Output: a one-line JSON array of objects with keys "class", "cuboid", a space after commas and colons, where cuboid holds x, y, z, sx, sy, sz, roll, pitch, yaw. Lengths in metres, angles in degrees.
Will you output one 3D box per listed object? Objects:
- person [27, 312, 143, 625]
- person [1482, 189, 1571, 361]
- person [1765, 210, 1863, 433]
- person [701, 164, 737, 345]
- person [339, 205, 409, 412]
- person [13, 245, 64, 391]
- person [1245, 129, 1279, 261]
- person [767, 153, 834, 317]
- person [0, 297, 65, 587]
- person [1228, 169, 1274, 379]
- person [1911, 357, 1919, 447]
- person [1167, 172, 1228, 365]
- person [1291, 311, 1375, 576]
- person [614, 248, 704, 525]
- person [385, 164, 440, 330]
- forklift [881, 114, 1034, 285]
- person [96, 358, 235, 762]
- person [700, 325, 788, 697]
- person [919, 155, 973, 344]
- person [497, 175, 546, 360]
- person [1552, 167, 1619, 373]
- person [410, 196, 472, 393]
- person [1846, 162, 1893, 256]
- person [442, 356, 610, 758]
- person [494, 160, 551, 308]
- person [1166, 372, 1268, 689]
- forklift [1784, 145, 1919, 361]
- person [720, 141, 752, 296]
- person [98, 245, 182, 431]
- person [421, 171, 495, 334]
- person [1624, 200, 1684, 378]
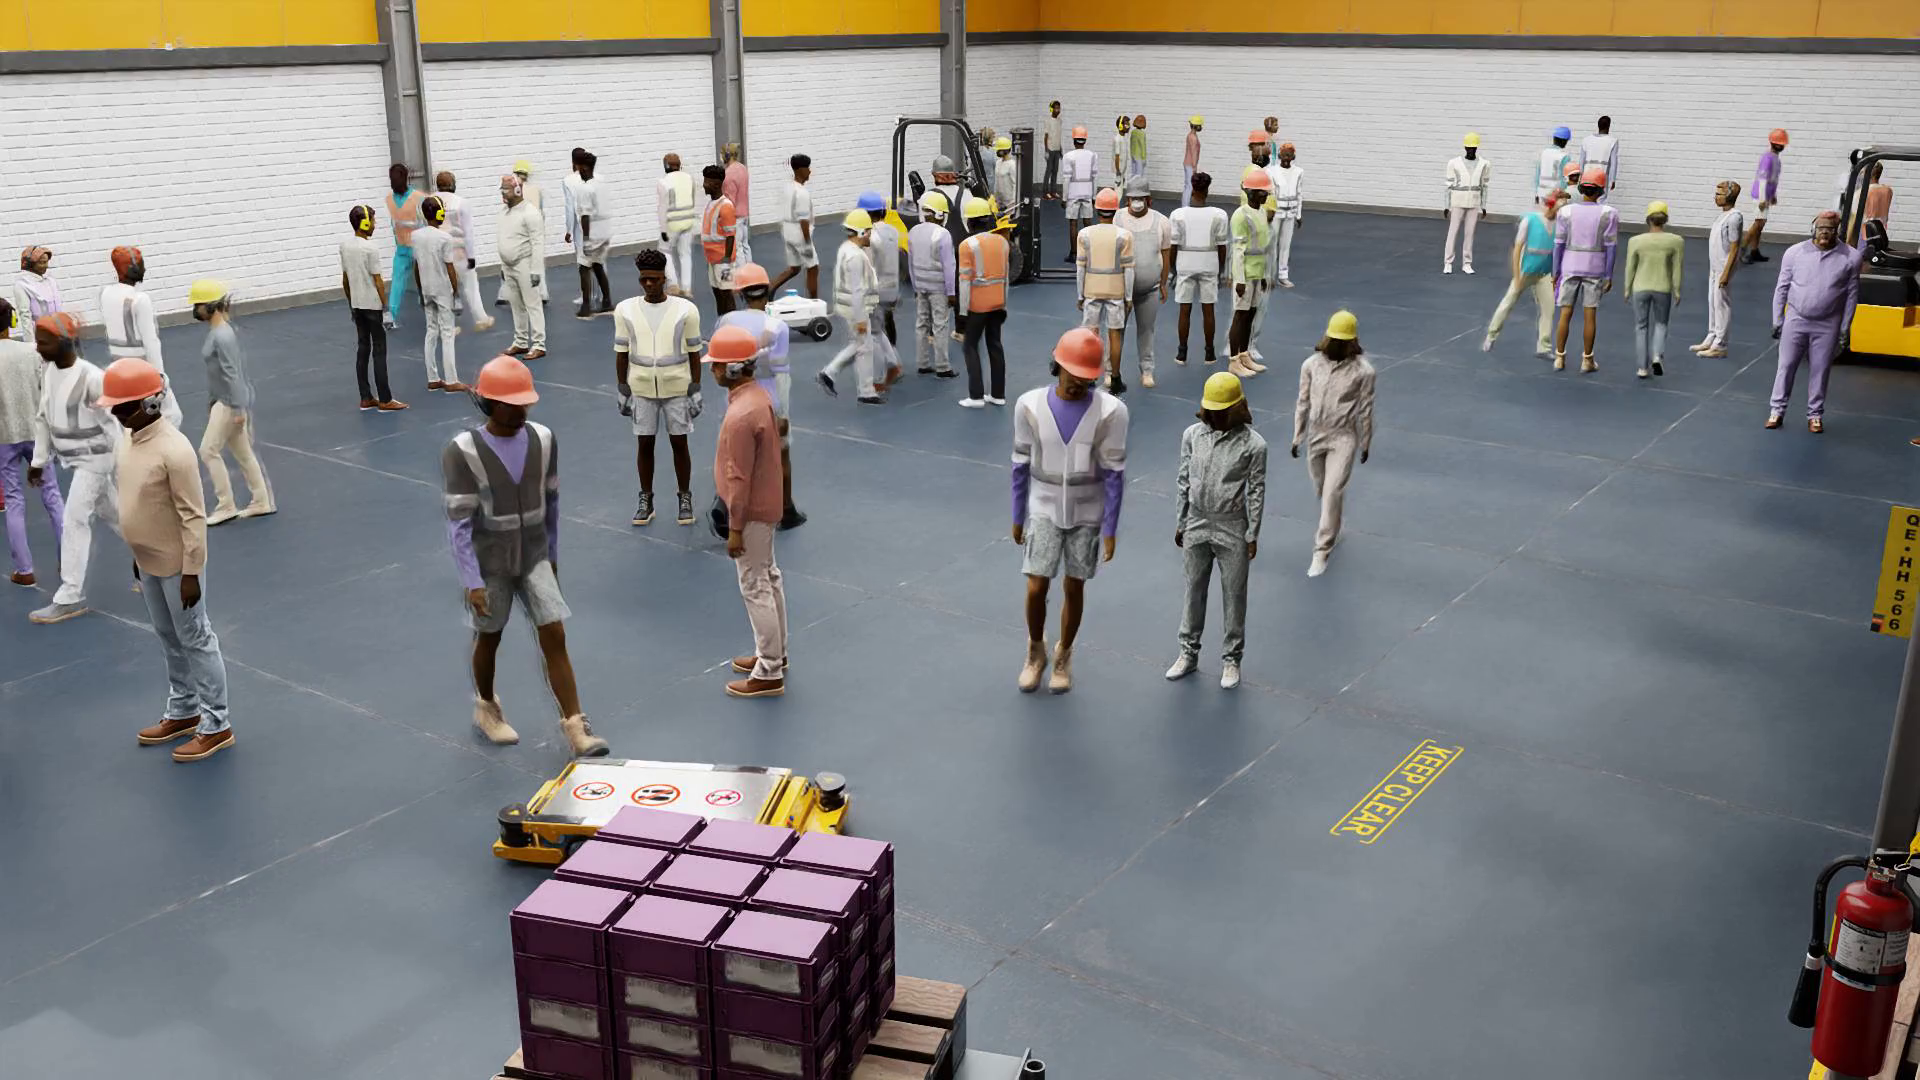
[{"class": "person", "cuboid": [-5.294, -0.479, 10.096, 0.560, 1.839, 0.963, 14, 22, 37]}, {"class": "person", "cuboid": [5.977, -2.813, 17.496, 0.604, 1.784, 0.874, -5, 18, -16]}, {"class": "person", "cuboid": [7.353, -1.880, 14.354, 0.651, 1.907, 0.409, 8, 20, 25]}, {"class": "person", "cuboid": [-2.593, -3.043, 17.894, 0.368, 1.966, 0.603, -9, 20, -26]}, {"class": "person", "cuboid": [-5.353, -2.094, 15.093, 0.521, 1.865, 0.327, 10, 20, 29]}, {"class": "person", "cuboid": [-7.807, -1.696, 14.210, 0.310, 1.640, 0.514, 2, 18, 5]}, {"class": "person", "cuboid": [4.312, -4.863, 23.676, 0.620, 1.920, 0.550, 1, 18, 5]}, {"class": "person", "cuboid": [-1.935, -3.571, 19.593, 0.833, 1.943, 0.619, -10, 20, -27]}, {"class": "person", "cuboid": [-5.935, -0.620, 10.497, 0.516, 1.860, 0.321, -14, 23, -37]}, {"class": "person", "cuboid": [2.897, -2.642, 16.517, 0.373, 2.044, 0.606, 11, 21, 30]}, {"class": "person", "cuboid": [8.231, -1.556, 13.777, 0.500, 1.636, 0.285, 3, 18, 9]}, {"class": "person", "cuboid": [2.429, -2.772, 17.047, 0.607, 1.966, 0.374, 3, 18, 8]}, {"class": "person", "cuboid": [2.479, -0.685, 10.972, 0.481, 1.702, 0.885, 10, 20, 28]}, {"class": "person", "cuboid": [-2.118, -1.070, 11.723, 0.613, 1.964, 0.361, -1, 18, -2]}, {"class": "person", "cuboid": [-6.324, -3.332, 18.981, 0.598, 1.857, 1.029, 7, 19, 22]}, {"class": "forklift", "cuboid": [-0.171, -4.594, 22.377, 2.313, 2.155, 1.214, 1, 18, 3]}, {"class": "person", "cuboid": [-3.851, 0.093, 8.047, 0.610, 1.990, 0.389, 14, 23, 38]}, {"class": "person", "cuboid": [-1.139, -0.155, 8.841, 0.408, 1.985, 0.610, 0, 18, 0]}, {"class": "person", "cuboid": [-0.192, -3.163, 18.149, 0.688, 2.000, 0.536, -11, 21, -31]}, {"class": "person", "cuboid": [-4.604, -2.841, 17.360, 0.643, 1.910, 0.400, 15, 23, 39]}, {"class": "person", "cuboid": [6.257, -2.702, 16.705, 0.604, 2.044, 0.375, 10, 20, 28]}, {"class": "person", "cuboid": [-4.962, -2.329, 15.838, 0.513, 1.862, 0.327, 8, 20, 24]}, {"class": "person", "cuboid": [10.745, -3.555, 19.717, 0.560, 1.837, 0.389, -6, 19, -19]}, {"class": "person", "cuboid": [-2.101, 0.119, 7.953, 0.627, 1.993, 0.995, -15, 23, -39]}, {"class": "person", "cuboid": [-5.366, -3.725, 20.332, 0.675, 1.783, 0.629, 11, 21, 30]}, {"class": "person", "cuboid": [1.374, -0.053, 8.916, 0.485, 1.736, 0.309, 9, 20, 26]}, {"class": "forklift", "cuboid": [9.803, -2.879, 17.013, 2.313, 2.155, 1.214, 12, 21, 33]}, {"class": "person", "cuboid": [-2.870, -4.099, 21.242, 0.354, 1.937, 0.635, 4, 18, 13]}, {"class": "person", "cuboid": [-6.150, -1.273, 12.500, 0.611, 1.877, 0.400, 10, 20, 29]}, {"class": "person", "cuboid": [-5.657, -3.236, 18.739, 0.645, 1.810, 0.788, 5, 18, 16]}, {"class": "person", "cuboid": [6.832, -2.469, 16.443, 0.540, 1.744, 0.370, 6, 19, 17]}]
